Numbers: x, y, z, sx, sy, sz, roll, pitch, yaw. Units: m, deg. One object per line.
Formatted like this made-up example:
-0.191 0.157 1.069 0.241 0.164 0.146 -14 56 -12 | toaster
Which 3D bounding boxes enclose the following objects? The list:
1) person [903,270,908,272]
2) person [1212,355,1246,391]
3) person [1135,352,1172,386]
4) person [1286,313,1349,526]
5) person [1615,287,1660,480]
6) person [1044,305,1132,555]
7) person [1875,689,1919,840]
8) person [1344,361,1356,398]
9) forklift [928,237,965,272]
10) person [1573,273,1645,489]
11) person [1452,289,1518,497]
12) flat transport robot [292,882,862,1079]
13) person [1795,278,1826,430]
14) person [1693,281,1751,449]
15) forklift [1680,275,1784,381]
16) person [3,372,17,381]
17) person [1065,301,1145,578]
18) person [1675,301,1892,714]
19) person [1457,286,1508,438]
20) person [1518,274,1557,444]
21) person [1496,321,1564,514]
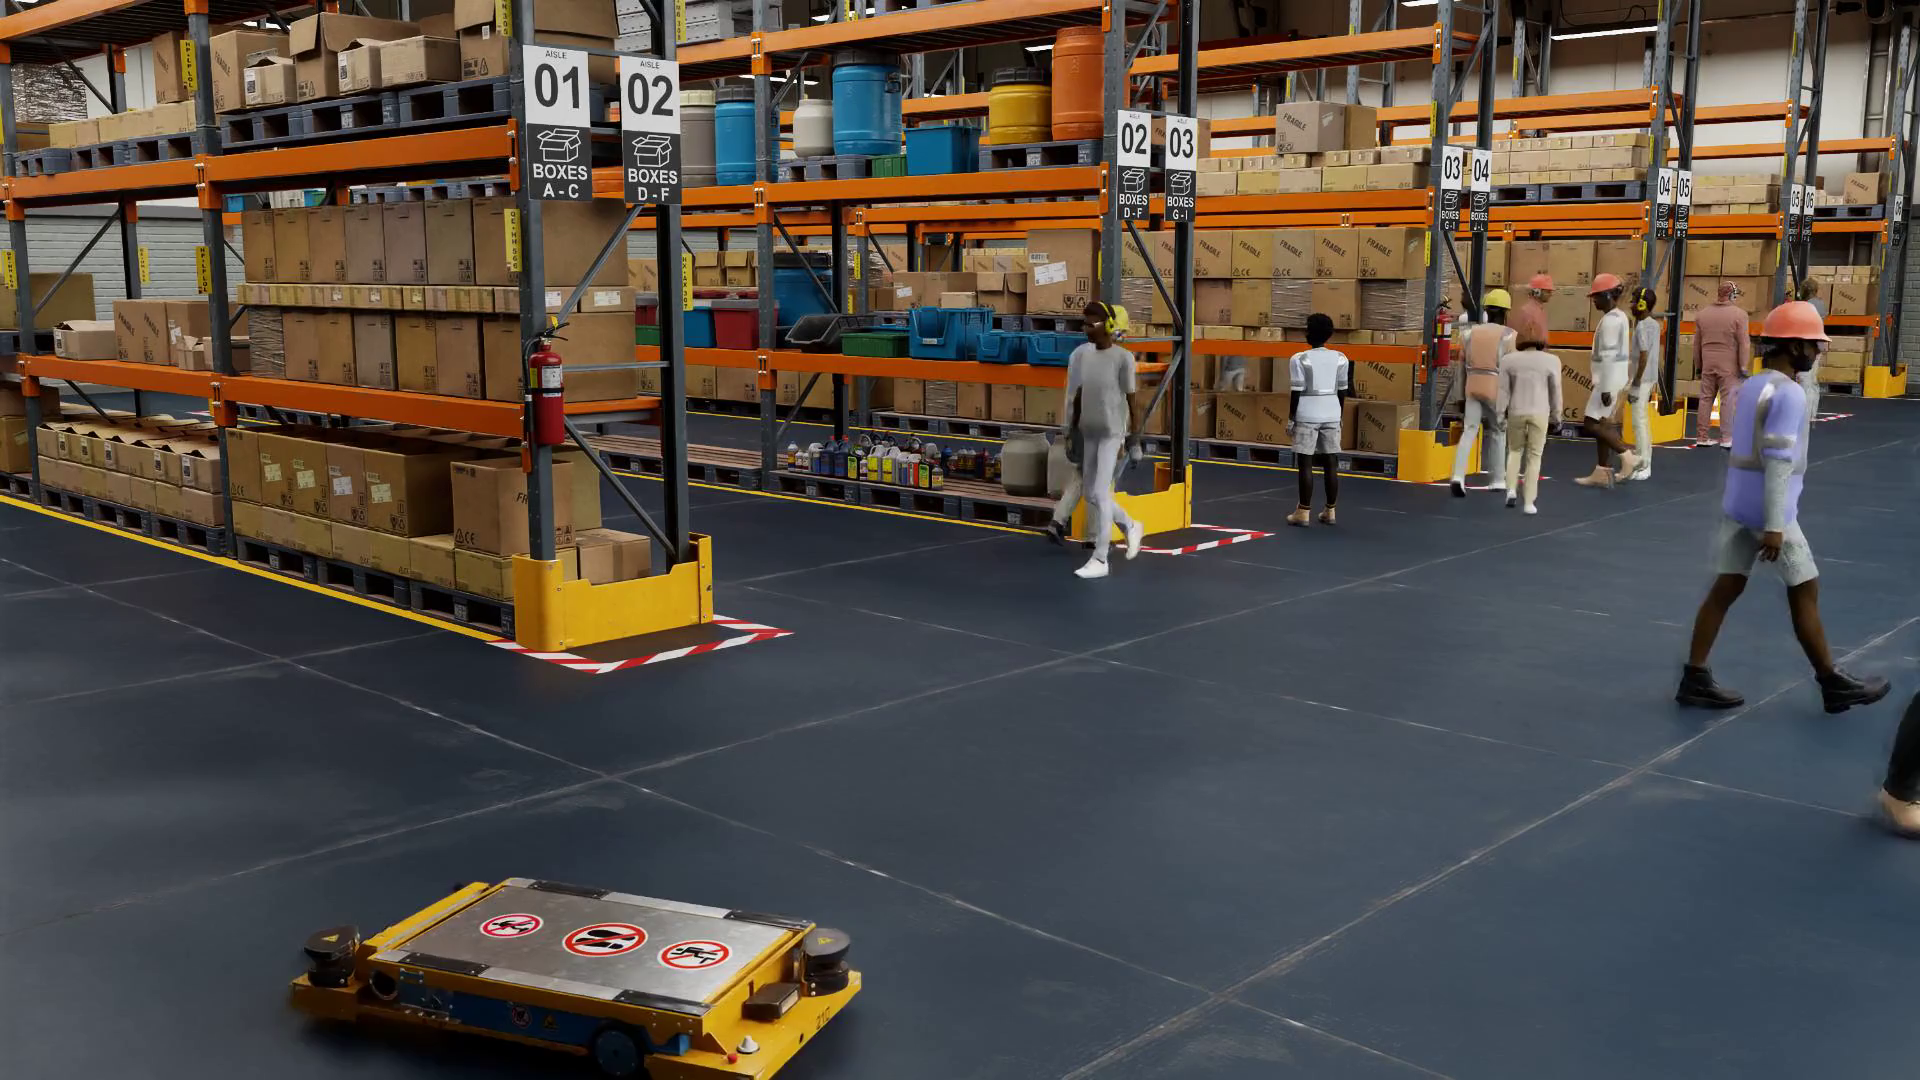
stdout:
-0.762 -2.824 23.707 0.647 2.030 0.459 -8 13 -42 | person
3.319 -2.094 20.517 0.520 1.615 0.500 -8 12 -40 | person
2.812 -2.779 23.622 0.697 1.967 0.648 9 13 44 | person
2.858 -0.967 13.354 0.540 1.700 0.316 -3 10 -20 | person
6.664 -1.532 16.299 0.311 1.868 0.530 6 11 32 | person
0.974 -0.796 12.033 0.588 1.800 0.628 -6 11 -33 | person
3.549 0.241 5.688 0.514 1.799 0.991 0 9 -1 | person
4.907 -2.366 21.268 0.373 1.915 0.594 8 12 39 | person
-0.326 -5.817 39.609 1.129 2.768 1.873 9 13 43 | forklift
6.076 -1.474 15.525 0.545 2.013 0.611 6 11 31 | person
4.779 -1.345 15.158 0.598 1.882 0.992 8 12 39 | person
-1.058 1.191 4.621 1.431 0.197 0.652 4 10 20 | flat transport robot
10.851 -2.383 21.309 0.356 1.936 0.635 9 13 44 | person
8.750 -2.004 19.079 0.409 1.906 0.652 -6 11 -35 | person
12.480 -3.427 27.053 1.214 2.155 2.313 9 13 43 | forklift
-11.934 -2.274 20.681 0.445 1.922 0.656 7 11 35 | person
1.025 -0.698 11.309 0.744 1.843 0.598 -8 12 -41 | person
3.833 -0.138 7.669 0.957 1.891 0.585 1 9 4 | person
6.081 -2.037 19.437 0.589 1.867 0.593 -9 13 -43 | person
6.721 -2.092 19.369 0.467 1.980 0.652 7 12 36 | person
4.792 -1.029 13.997 0.521 1.621 0.375 5 10 28 | person
